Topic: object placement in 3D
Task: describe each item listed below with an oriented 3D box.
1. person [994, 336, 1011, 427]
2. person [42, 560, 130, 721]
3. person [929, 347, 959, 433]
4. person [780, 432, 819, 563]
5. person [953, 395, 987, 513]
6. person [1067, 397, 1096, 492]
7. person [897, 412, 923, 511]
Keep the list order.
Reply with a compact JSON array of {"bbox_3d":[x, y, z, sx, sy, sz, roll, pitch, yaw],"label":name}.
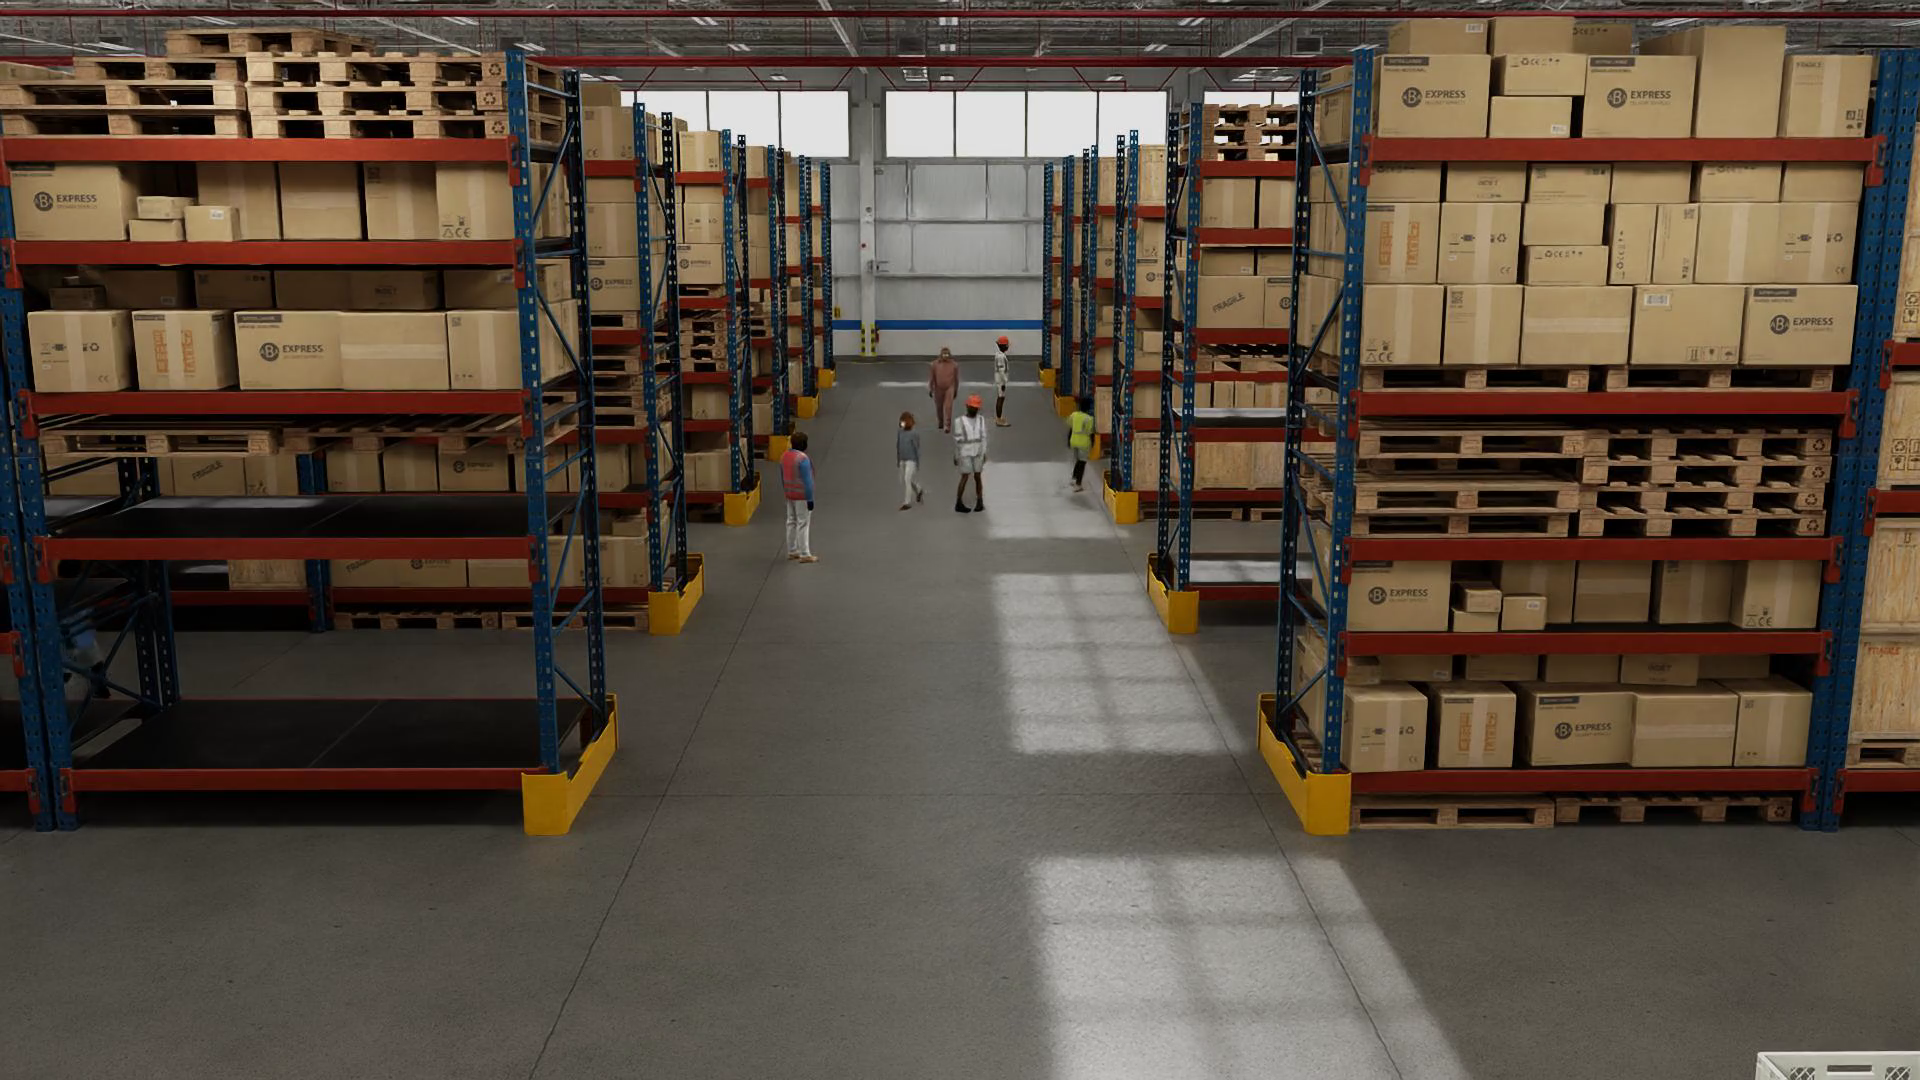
[{"bbox_3d":[0.968,-3.584,37.550,0.378,2.044,0.607,0,11,-2],"label":"person"},{"bbox_3d":[-8.529,0.965,15.965,0.862,1.658,0.538,0,11,0],"label":"person"},{"bbox_3d":[-0.347,-3.328,36.694,0.641,1.877,0.859,1,11,5],"label":"person"},{"bbox_3d":[-2.233,-0.598,23.249,0.429,1.842,0.633,-9,15,-39],"label":"person"},{"bbox_3d":[0.168,-1.403,27.055,0.559,1.918,0.424,-7,13,-31],"label":"person"},{"bbox_3d":[2.137,-1.669,28.958,0.400,1.675,0.559,-11,16,-43],"label":"person"},{"bbox_3d":[-0.805,-1.305,27.306,0.569,1.621,0.508,-11,16,-43],"label":"person"}]
